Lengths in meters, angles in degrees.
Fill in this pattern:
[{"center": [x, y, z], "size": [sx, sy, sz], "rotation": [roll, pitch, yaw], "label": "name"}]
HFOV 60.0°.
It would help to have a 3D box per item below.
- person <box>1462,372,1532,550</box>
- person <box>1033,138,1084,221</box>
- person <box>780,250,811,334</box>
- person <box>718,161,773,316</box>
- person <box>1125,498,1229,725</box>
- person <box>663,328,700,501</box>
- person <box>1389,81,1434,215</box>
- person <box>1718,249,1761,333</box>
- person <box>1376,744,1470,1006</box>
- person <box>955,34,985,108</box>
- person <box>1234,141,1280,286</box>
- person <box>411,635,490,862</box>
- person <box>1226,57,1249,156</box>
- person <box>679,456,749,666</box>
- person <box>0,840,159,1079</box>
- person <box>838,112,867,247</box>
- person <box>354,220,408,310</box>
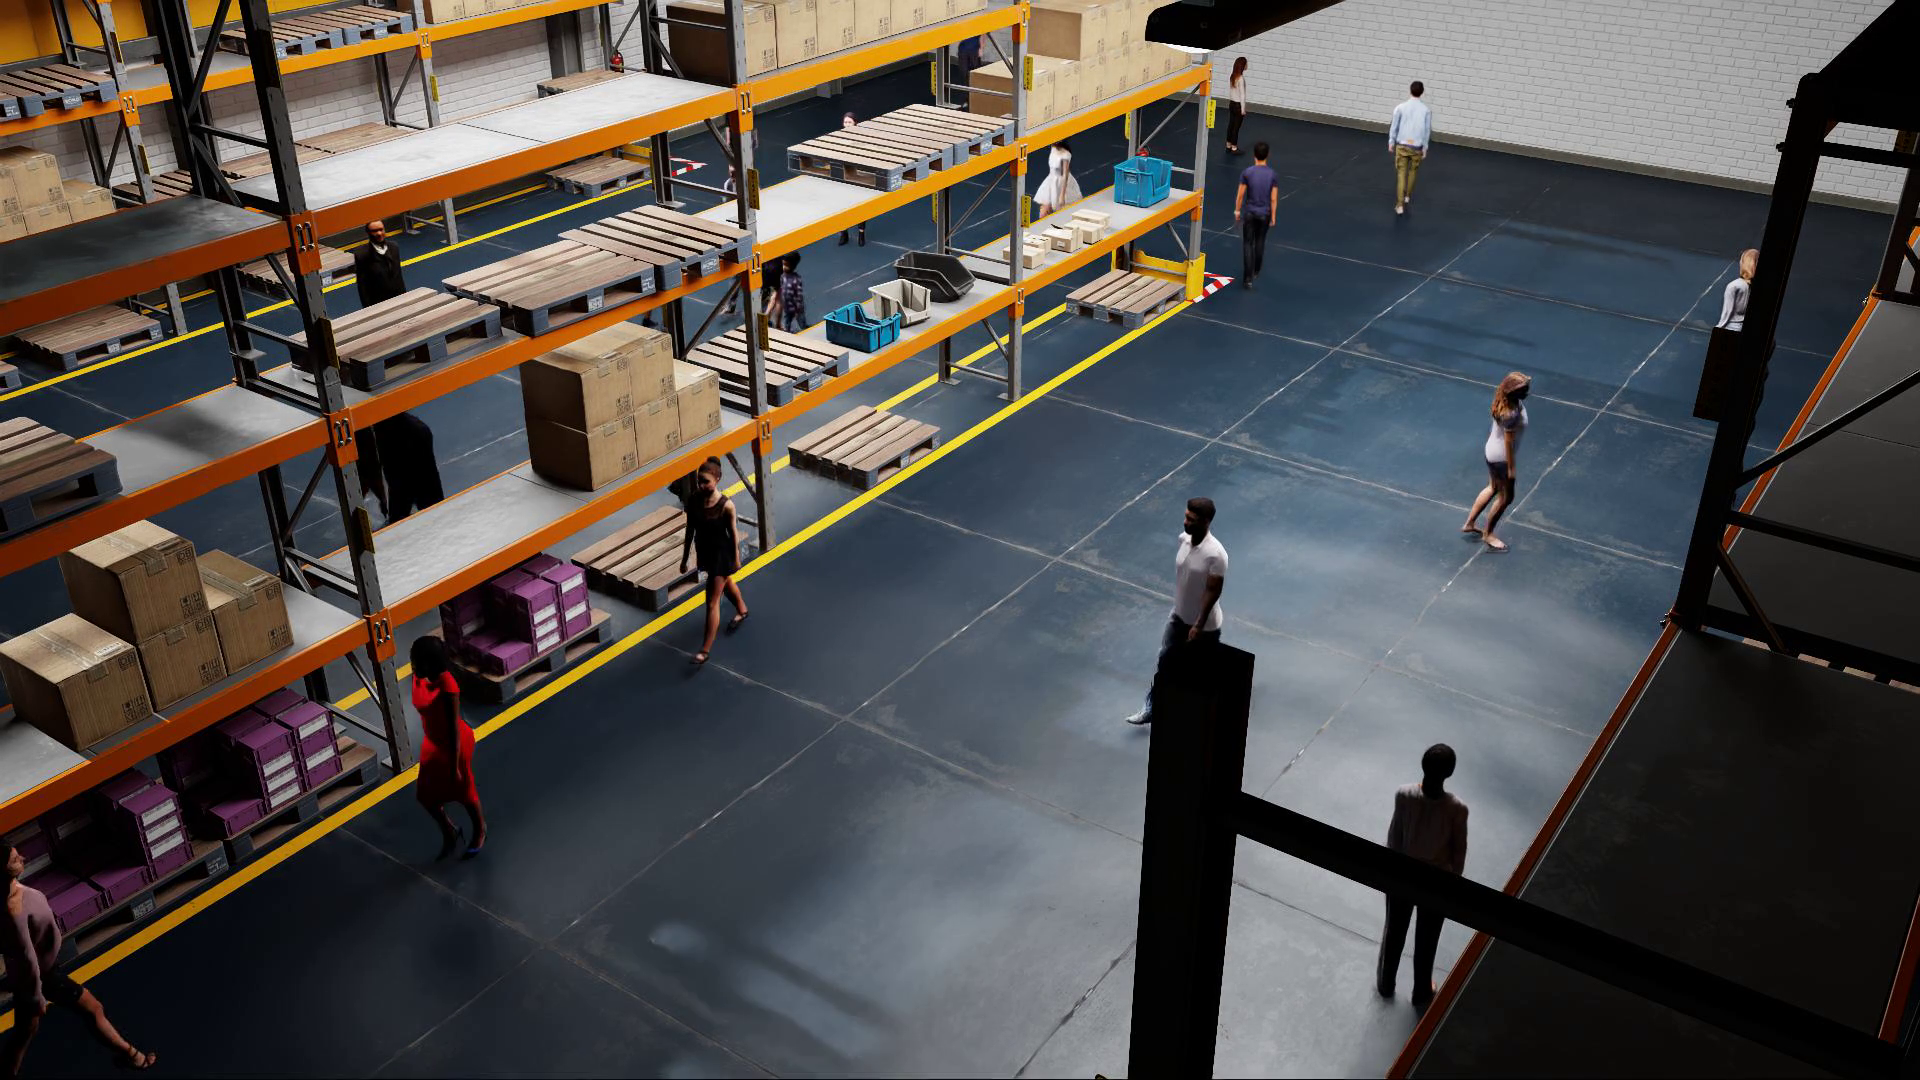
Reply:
[{"center": [4.712, -0.710, 14.531], "size": [0.823, 1.687, 0.702], "rotation": [-3, 29, -6], "label": "person"}, {"center": [1.366, -4.406, 21.292], "size": [1.308, 1.703, 0.985], "rotation": [-15, 32, -25], "label": "person"}, {"center": [-1.818, -2.632, 18.542], "size": [0.499, 1.222, 0.850], "rotation": [20, 34, 32], "label": "person"}, {"center": [-2.480, -3.631, 19.691], "size": [0.865, 1.876, 1.317], "rotation": [14, 32, 24], "label": "person"}, {"center": [1.797, 0.537, 12.113], "size": [1.243, 1.815, 0.944], "rotation": [-18, 34, -30], "label": "person"}, {"center": [-2.620, -1.129, 15.272], "size": [0.723, 1.714, 0.717], "rotation": [-24, 37, -37], "label": "person"}, {"center": [6.220, -5.386, 23.027], "size": [1.016, 1.761, 1.278], "rotation": [5, 29, 9], "label": "person"}, {"center": [7.913, -2.116, 16.995], "size": [0.617, 1.796, 0.728], "rotation": [-13, 31, -22], "label": "person"}, {"center": [2.658, 1.930, 9.602], "size": [0.618, 1.773, 0.561], "rotation": [14, 32, 24], "label": "person"}, {"center": [0.175, -8.340, 28.339], "size": [0.802, 1.861, 0.849], "rotation": [6, 29, 11], "label": "person"}, {"center": [3.633, -3.977, 20.439], "size": [0.935, 1.768, 1.100], "rotation": [3, 29, 6], "label": "person"}, {"center": [-3.238, 1.320, 10.769], "size": [0.601, 1.728, 0.644], "rotation": [20, 34, 32], "label": "person"}, {"center": [4.298, -6.747, 25.810], "size": [0.653, 1.485, 0.624], "rotation": [-10, 30, -17], "label": "person"}, {"center": [-1.889, 0.099, 13.116], "size": [0.614, 1.624, 1.125], "rotation": [16, 32, 26], "label": "person"}, {"center": [-4.979, 2.372, 8.800], "size": [1.139, 1.766, 0.838], "rotation": [-21, 35, -33], "label": "person"}, {"center": [-1.427, -4.757, 21.887], "size": [0.698, 1.749, 0.693], "rotation": [5, 29, 9], "label": "person"}, {"center": [-6.055, -2.482, 17.555], "size": [0.788, 1.904, 0.591], "rotation": [24, 37, 37], "label": "person"}]
